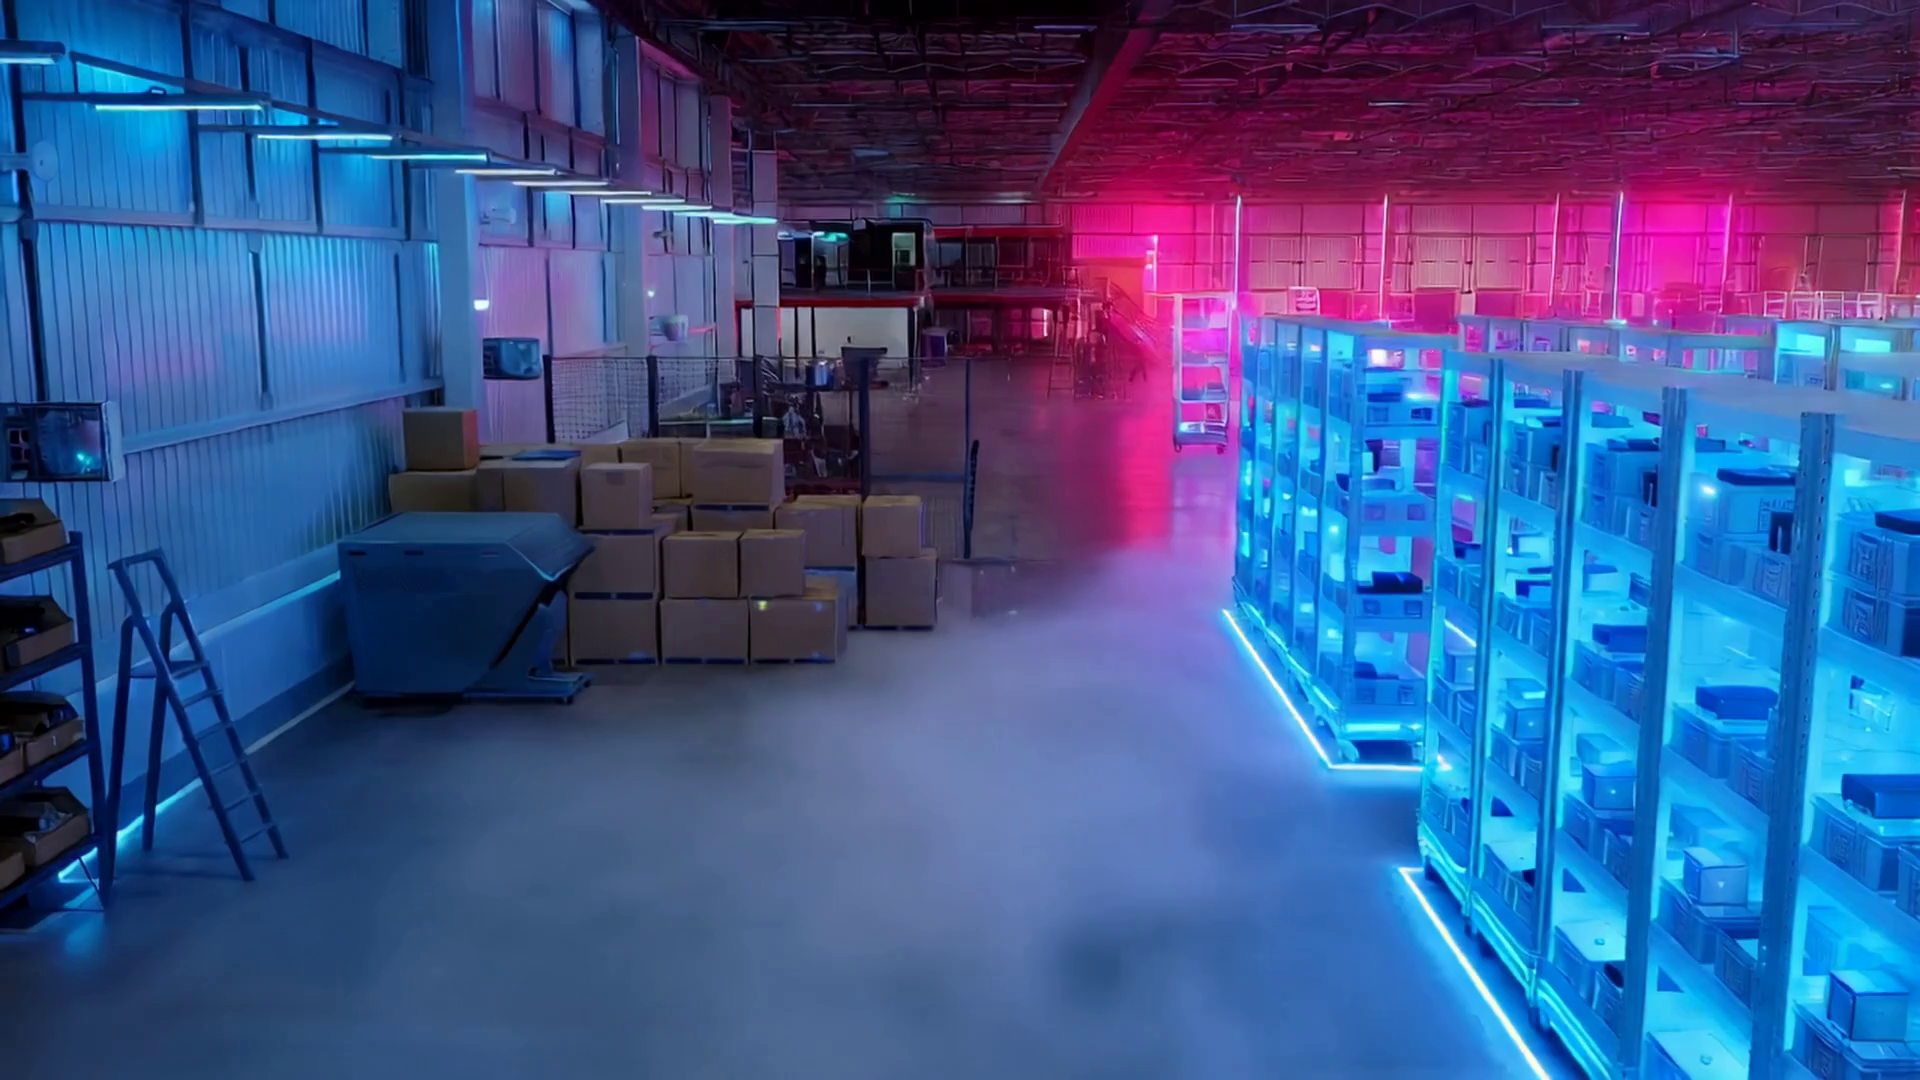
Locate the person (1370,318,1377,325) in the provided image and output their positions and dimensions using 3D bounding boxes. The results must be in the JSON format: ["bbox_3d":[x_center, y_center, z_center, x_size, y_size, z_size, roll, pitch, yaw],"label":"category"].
[{"bbox_3d":[21.274,-10.591,85.536,0.539,1.696,0.317,6,11,32],"label":"person"}]

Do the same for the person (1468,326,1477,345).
[{"bbox_3d":[23.735,-9.287,77.148,0.999,1.818,0.508,1,9,8],"label":"person"}]

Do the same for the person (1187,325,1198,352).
[{"bbox_3d":[9.824,-8.243,70.426,0.781,1.905,0.590,-7,11,-36],"label":"person"}]

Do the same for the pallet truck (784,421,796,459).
[{"bbox_3d":[-4.013,-1.793,32.705,1.601,1.201,0.680,0,9,1],"label":"pallet truck"}]

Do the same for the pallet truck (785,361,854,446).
[{"bbox_3d":[-3.410,-3.193,38.978,1.885,1.965,0.823,0,9,-1],"label":"pallet truck"}]

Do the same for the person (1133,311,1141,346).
[{"bbox_3d":[9.605,-11.445,90.031,0.606,1.947,0.406,-8,12,-40],"label":"person"}]

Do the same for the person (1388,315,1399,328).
[{"bbox_3d":[22.300,-10.640,85.460,0.649,1.821,0.430,-5,10,-26],"label":"person"}]

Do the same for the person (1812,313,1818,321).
[{"bbox_3d":[45.440,-11.189,88.686,0.643,1.868,0.593,-1,9,-7],"label":"person"}]

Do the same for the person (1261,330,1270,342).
[{"bbox_3d":[12.897,-8.372,70.888,0.661,2.013,0.723,-9,13,-43],"label":"person"}]

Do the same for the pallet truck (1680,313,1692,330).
[{"bbox_3d":[36.315,-10.531,84.244,0.823,1.965,1.885,-6,11,-33],"label":"pallet truck"}]

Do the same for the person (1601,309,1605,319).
[{"bbox_3d":[36.374,-12.080,93.828,0.388,1.987,0.608,0,9,-1],"label":"person"}]

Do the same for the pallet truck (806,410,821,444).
[{"bbox_3d":[-3.559,-2.018,33.905,1.522,1.261,0.704,0,9,-1],"label":"pallet truck"}]

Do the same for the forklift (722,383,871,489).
[{"bbox_3d":[-2.893,-1.687,28.729,2.680,1.987,1.157,0,9,-1],"label":"forklift"}]

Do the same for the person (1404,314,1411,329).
[{"bbox_3d":[24.542,-11.578,91.523,0.859,1.731,0.529,0,9,-1],"label":"person"}]

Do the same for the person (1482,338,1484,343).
[{"bbox_3d":[17.903,-6.027,56.947,0.874,1.840,0.607,-1,9,-7],"label":"person"}]

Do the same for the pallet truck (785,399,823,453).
[{"bbox_3d":[-3.814,-2.432,36.419,1.630,1.274,0.653,0,9,1],"label":"pallet truck"}]

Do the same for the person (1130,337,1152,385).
[{"bbox_3d":[6.526,-6.455,59.968,0.922,1.719,0.544,-3,10,-17],"label":"person"}]

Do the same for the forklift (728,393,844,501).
[{"bbox_3d":[-2.979,-1.316,26.476,2.680,1.987,1.157,0,9,1],"label":"forklift"}]

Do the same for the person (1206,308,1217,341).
[{"bbox_3d":[14.733,-12.524,96.728,0.618,1.948,1.014,-7,12,-37],"label":"person"}]

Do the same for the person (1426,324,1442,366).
[{"bbox_3d":[18.573,-7.470,65.223,0.709,2.000,0.692,2,9,12],"label":"person"}]

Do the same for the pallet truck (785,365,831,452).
[{"bbox_3d":[-3.774,-2.976,37.635,1.885,1.965,0.823,1,9,5],"label":"pallet truck"}]

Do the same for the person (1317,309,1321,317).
[{"bbox_3d":[20.580,-12.302,95.400,0.499,1.918,0.560,2,9,14],"label":"person"}]

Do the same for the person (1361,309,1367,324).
[{"bbox_3d":[23.210,-12.321,95.545,0.424,1.908,0.605,2,9,10],"label":"person"}]
